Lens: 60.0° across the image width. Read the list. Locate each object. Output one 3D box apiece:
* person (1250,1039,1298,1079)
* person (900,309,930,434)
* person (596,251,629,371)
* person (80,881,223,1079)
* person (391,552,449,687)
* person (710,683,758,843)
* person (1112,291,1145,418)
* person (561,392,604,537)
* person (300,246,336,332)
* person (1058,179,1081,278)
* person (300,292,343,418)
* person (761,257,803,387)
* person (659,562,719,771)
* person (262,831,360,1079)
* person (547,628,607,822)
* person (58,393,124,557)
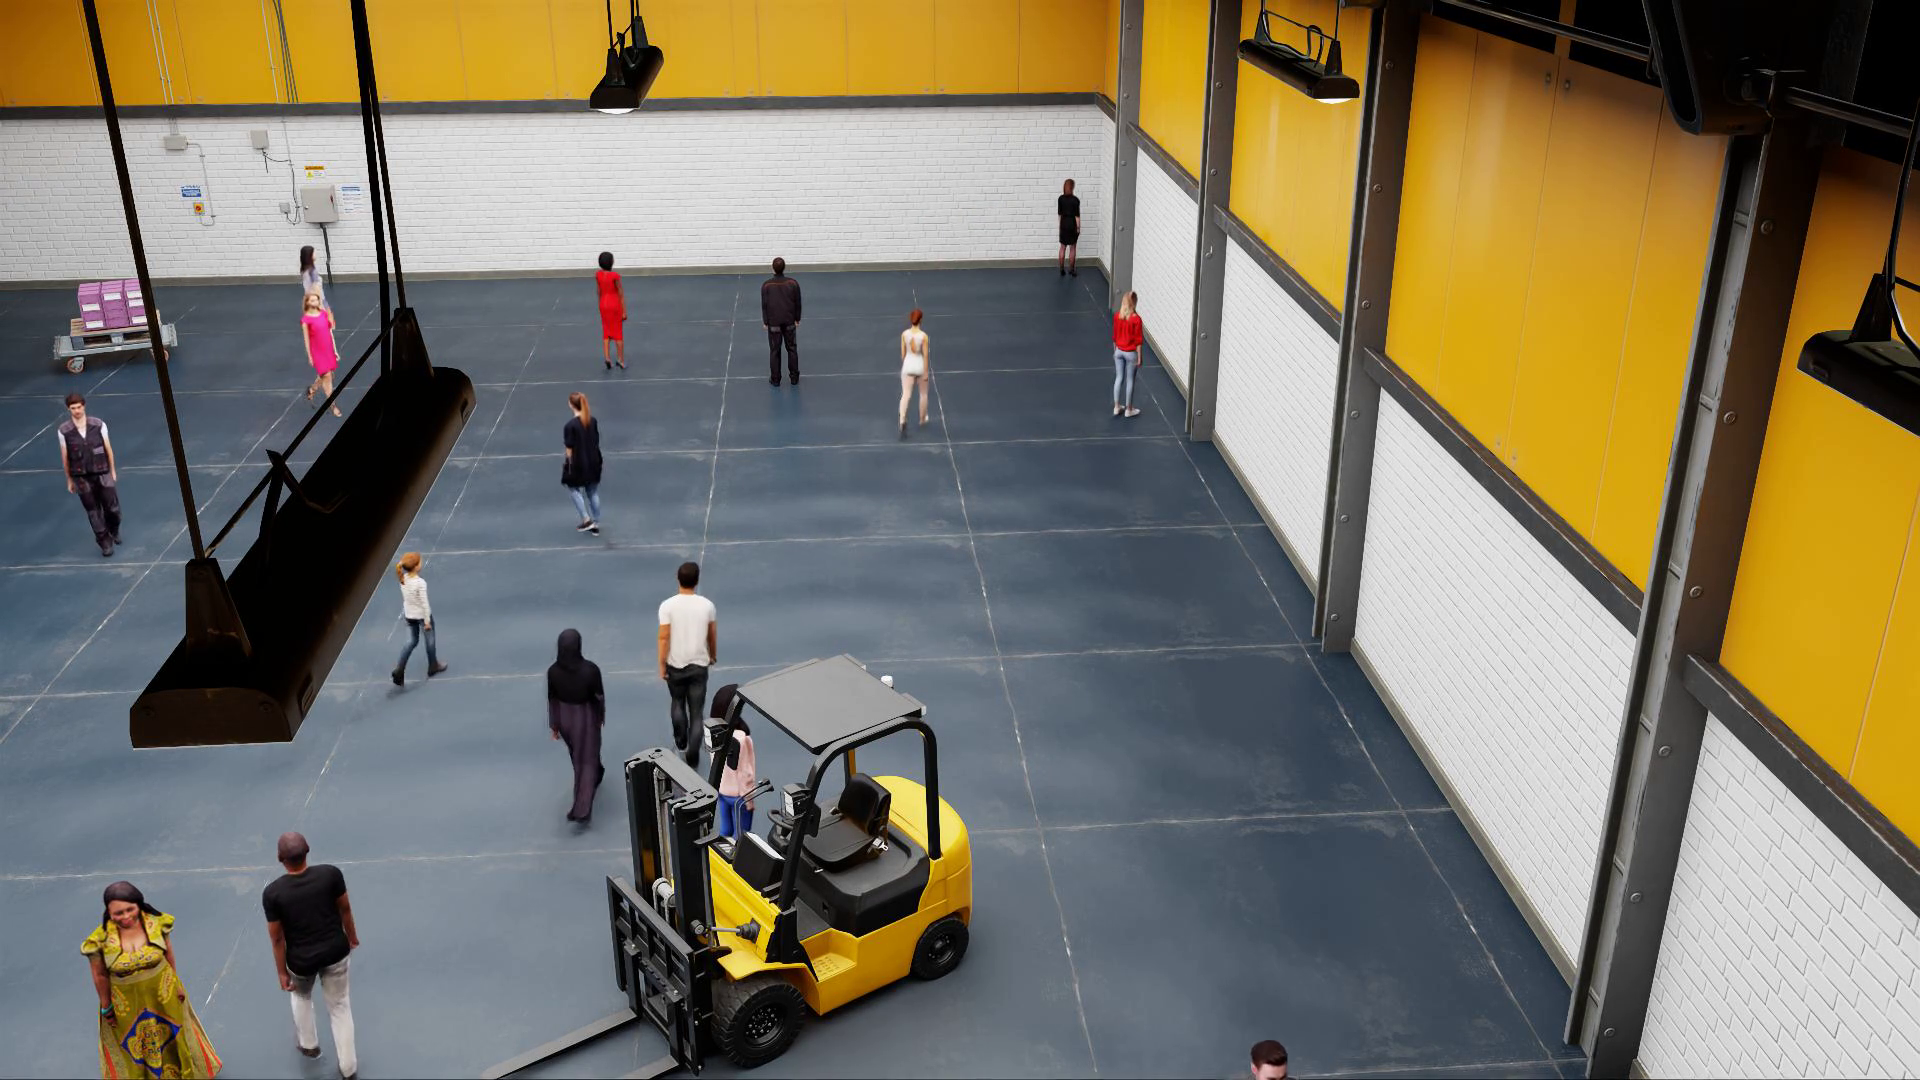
[{"bbox_3d":[1.506,3.350,8.725,0.738,1.890,0.846,-5,24,-10],"label":"person"},{"bbox_3d":[-0.623,-2.187,21.729,0.771,1.620,1.047,6,24,14],"label":"person"},{"bbox_3d":[-5.080,-3.334,24.197,0.648,1.743,0.643,9,25,19],"label":"person"},{"bbox_3d":[-5.038,2.811,10.245,1.003,1.660,1.036,-20,31,-39],"label":"person"},{"bbox_3d":[-5.088,0.740,15.430,0.743,1.300,0.907,12,26,25],"label":"person"},{"bbox_3d":[-1.678,1.852,12.302,0.790,1.769,0.670,-16,29,-33],"label":"person"},{"bbox_3d":[2.240,-2.505,22.352,0.684,1.702,0.738,18,29,35],"label":"person"},{"bbox_3d":[-4.138,-0.816,18.524,0.784,1.674,0.836,-20,30,-38],"label":"person"},{"bbox_3d":[-9.557,-3.464,24.519,0.823,1.725,0.764,-20,31,-38],"label":"person"},{"bbox_3d":[1.904,-5.471,29.136,0.658,1.703,0.698,15,28,31],"label":"person"},{"bbox_3d":[-8.645,-2.524,22.392,0.980,1.705,0.994,13,27,28],"label":"person"},{"bbox_3d":[-2.524,-3.093,23.528,0.763,1.839,0.637,-6,24,-14],"label":"person"},{"bbox_3d":[-2.310,1.106,14.023,0.739,1.758,0.873,-9,25,-20],"label":"person"},{"bbox_3d":[-4.000,2.667,10.419,0.872,1.784,0.998,-11,26,-24],"label":"person"},{"bbox_3d":[-3.073,1.493,13.332,0.777,1.603,1.185,3,24,7],"label":"person"},{"bbox_3d":[-9.476,-0.729,18.123,0.791,1.836,0.831,-14,27,-28],"label":"person"}]
